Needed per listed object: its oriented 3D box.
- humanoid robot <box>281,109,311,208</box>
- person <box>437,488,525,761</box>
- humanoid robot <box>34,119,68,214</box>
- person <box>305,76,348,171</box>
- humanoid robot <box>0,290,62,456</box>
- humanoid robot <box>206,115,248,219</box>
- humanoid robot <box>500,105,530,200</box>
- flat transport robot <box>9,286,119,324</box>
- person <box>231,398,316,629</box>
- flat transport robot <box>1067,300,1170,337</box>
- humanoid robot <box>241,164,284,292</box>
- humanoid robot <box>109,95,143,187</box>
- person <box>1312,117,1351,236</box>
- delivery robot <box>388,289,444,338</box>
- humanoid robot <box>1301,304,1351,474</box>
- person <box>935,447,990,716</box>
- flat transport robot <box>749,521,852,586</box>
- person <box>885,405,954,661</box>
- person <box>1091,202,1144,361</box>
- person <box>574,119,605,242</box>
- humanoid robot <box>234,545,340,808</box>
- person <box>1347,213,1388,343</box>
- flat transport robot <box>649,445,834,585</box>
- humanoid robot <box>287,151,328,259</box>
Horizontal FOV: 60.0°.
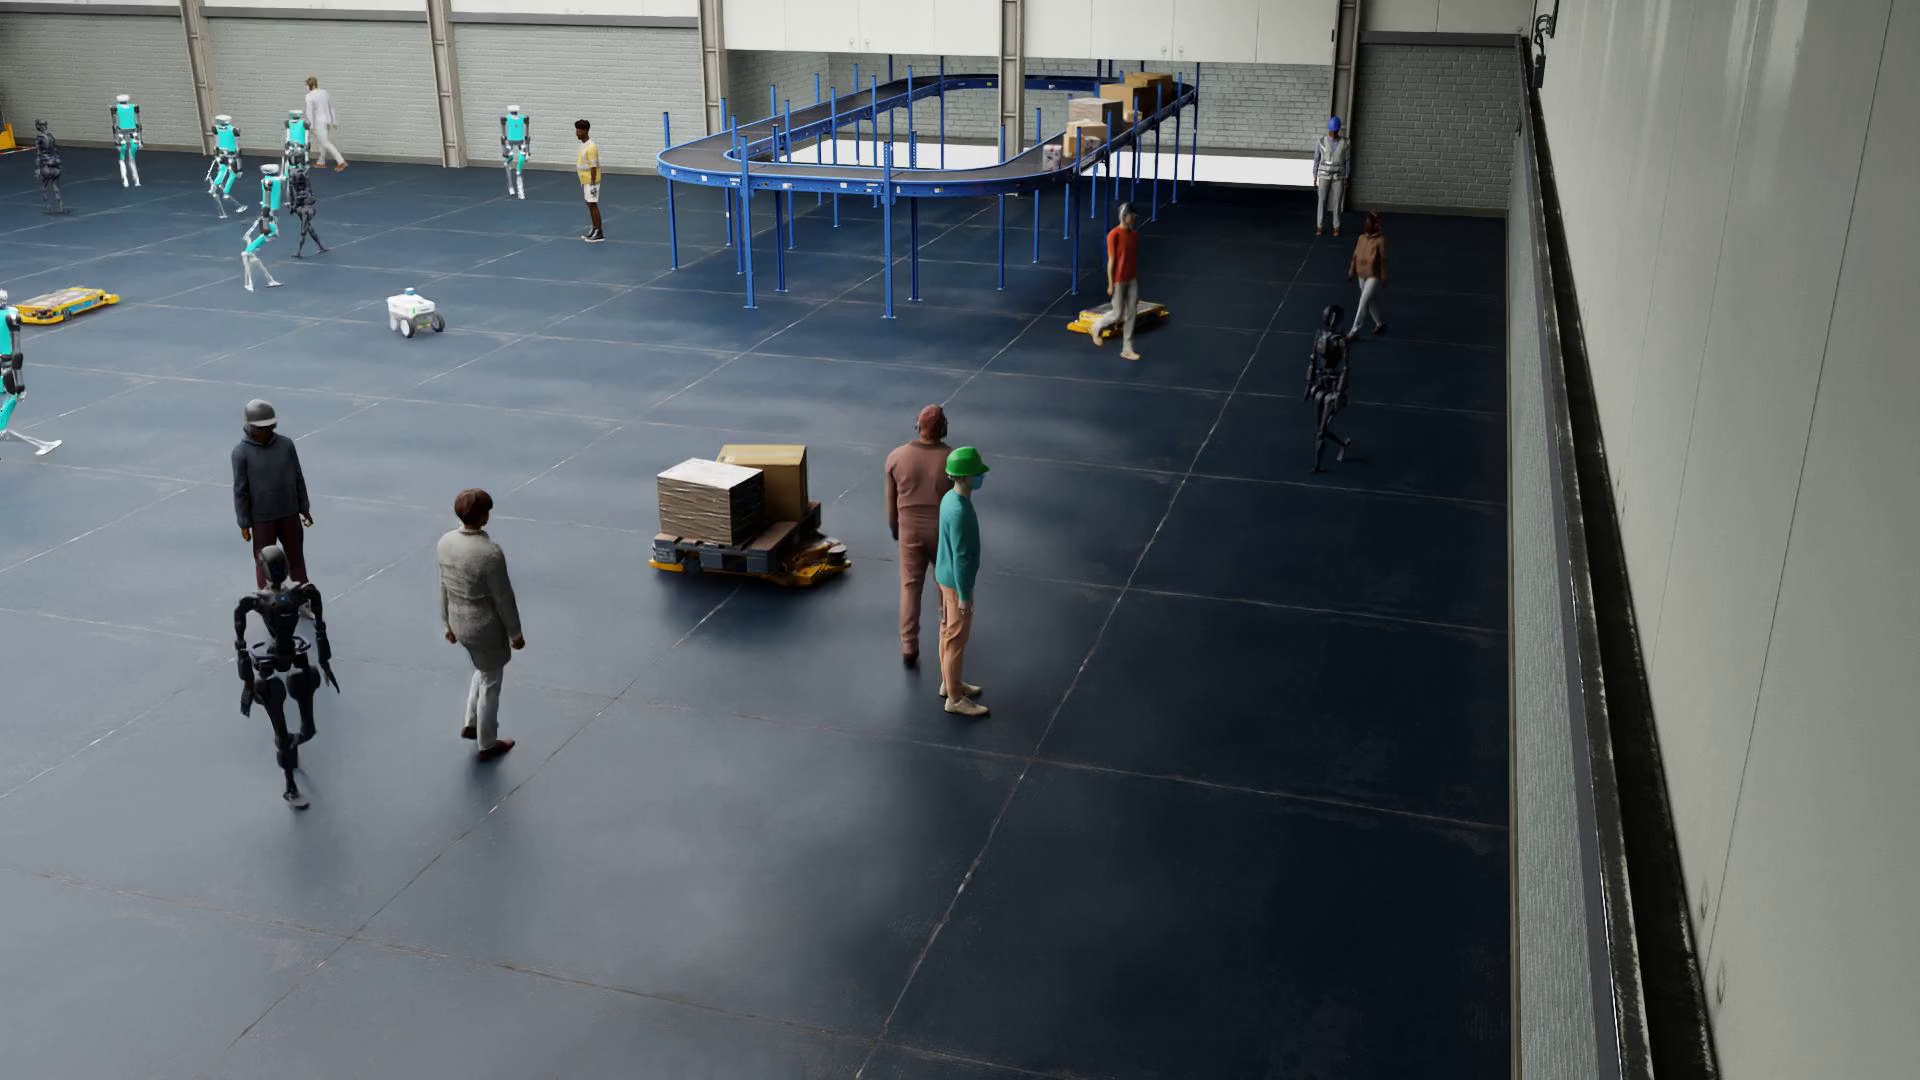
[{"bbox_3d":[-12.001,-6.739,29.692,0.531,1.768,1.011,8,22,19],"label":"humanoid robot"},{"bbox_3d":[-3.039,0.543,10.626,0.540,1.813,0.429,14,25,31],"label":"person"},{"bbox_3d":[-16.069,-6.576,29.282,0.429,1.641,0.601,2,21,6],"label":"humanoid robot"},{"bbox_3d":[-13.026,-8.520,34.042,0.933,1.897,0.696,7,22,17],"label":"person"},{"bbox_3d":[-9.370,-1.502,16.071,0.550,1.754,1.035,17,27,37],"label":"humanoid robot"},{"bbox_3d":[-12.782,-6.456,28.895,0.570,1.766,0.921,5,22,13],"label":"humanoid robot"},{"bbox_3d":[-8.312,-7.218,30.936,0.532,1.773,1.018,-10,23,-25],"label":"humanoid robot"},{"bbox_3d":[-12.075,-3.155,22.361,0.659,0.231,1.431,4,21,10],"label":"flat transport robot"},{"bbox_3d":[-5.183,-0.205,12.576,0.553,1.805,0.381,-18,28,-39],"label":"person"},{"bbox_3d":[2.086,-2.911,21.727,0.659,0.231,1.431,16,26,36],"label":"flat transport robot"},{"bbox_3d":[-10.015,-4.431,23.624,0.883,1.765,0.595,-2,21,-6],"label":"humanoid robot"},{"bbox_3d":[-16.114,-7.694,32.113,0.717,1.795,0.530,20,29,41],"label":"humanoid robot"},{"bbox_3d":[6.112,-5.988,27.405,0.612,1.933,0.413,2,21,6],"label":"person"},{"bbox_3d":[-7.024,-2.916,21.366,0.812,0.611,0.499,20,29,41],"label":"delivery robot"},{"bbox_3d":[3.616,-1.472,16.066,0.637,1.640,0.589,-11,23,-25],"label":"humanoid robot"},{"bbox_3d":[0.011,0.265,11.259,0.364,1.875,0.512,-2,21,-4],"label":"person"},{"bbox_3d":[-1.601,0.041,14.070,0.659,0.231,1.431,-17,27,-37],"label":"flat transport robot"},{"bbox_3d":[-0.228,-0.093,12.221,0.649,1.847,1.025,3,21,8],"label":"person"},{"bbox_3d":[1.927,-3.126,20.027,0.497,1.890,0.653,-16,26,-35],"label":"person"},{"bbox_3d":[-6.010,-5.827,26.953,0.373,1.956,0.603,-9,23,-21],"label":"person"},{"bbox_3d":[-4.186,0.784,10.222,0.584,1.631,0.660,-18,28,-39],"label":"humanoid robot"},{"bbox_3d":[5.159,-3.320,20.933,0.882,1.613,0.472,-14,25,-32],"label":"person"},{"bbox_3d":[-1.804,0.117,13.874,1.431,0.231,0.659,6,22,15],"label":"flat transport robot"},{"bbox_3d":[-10.213,-5.196,25.753,0.609,1.621,0.790,15,26,34],"label":"humanoid robot"}]
